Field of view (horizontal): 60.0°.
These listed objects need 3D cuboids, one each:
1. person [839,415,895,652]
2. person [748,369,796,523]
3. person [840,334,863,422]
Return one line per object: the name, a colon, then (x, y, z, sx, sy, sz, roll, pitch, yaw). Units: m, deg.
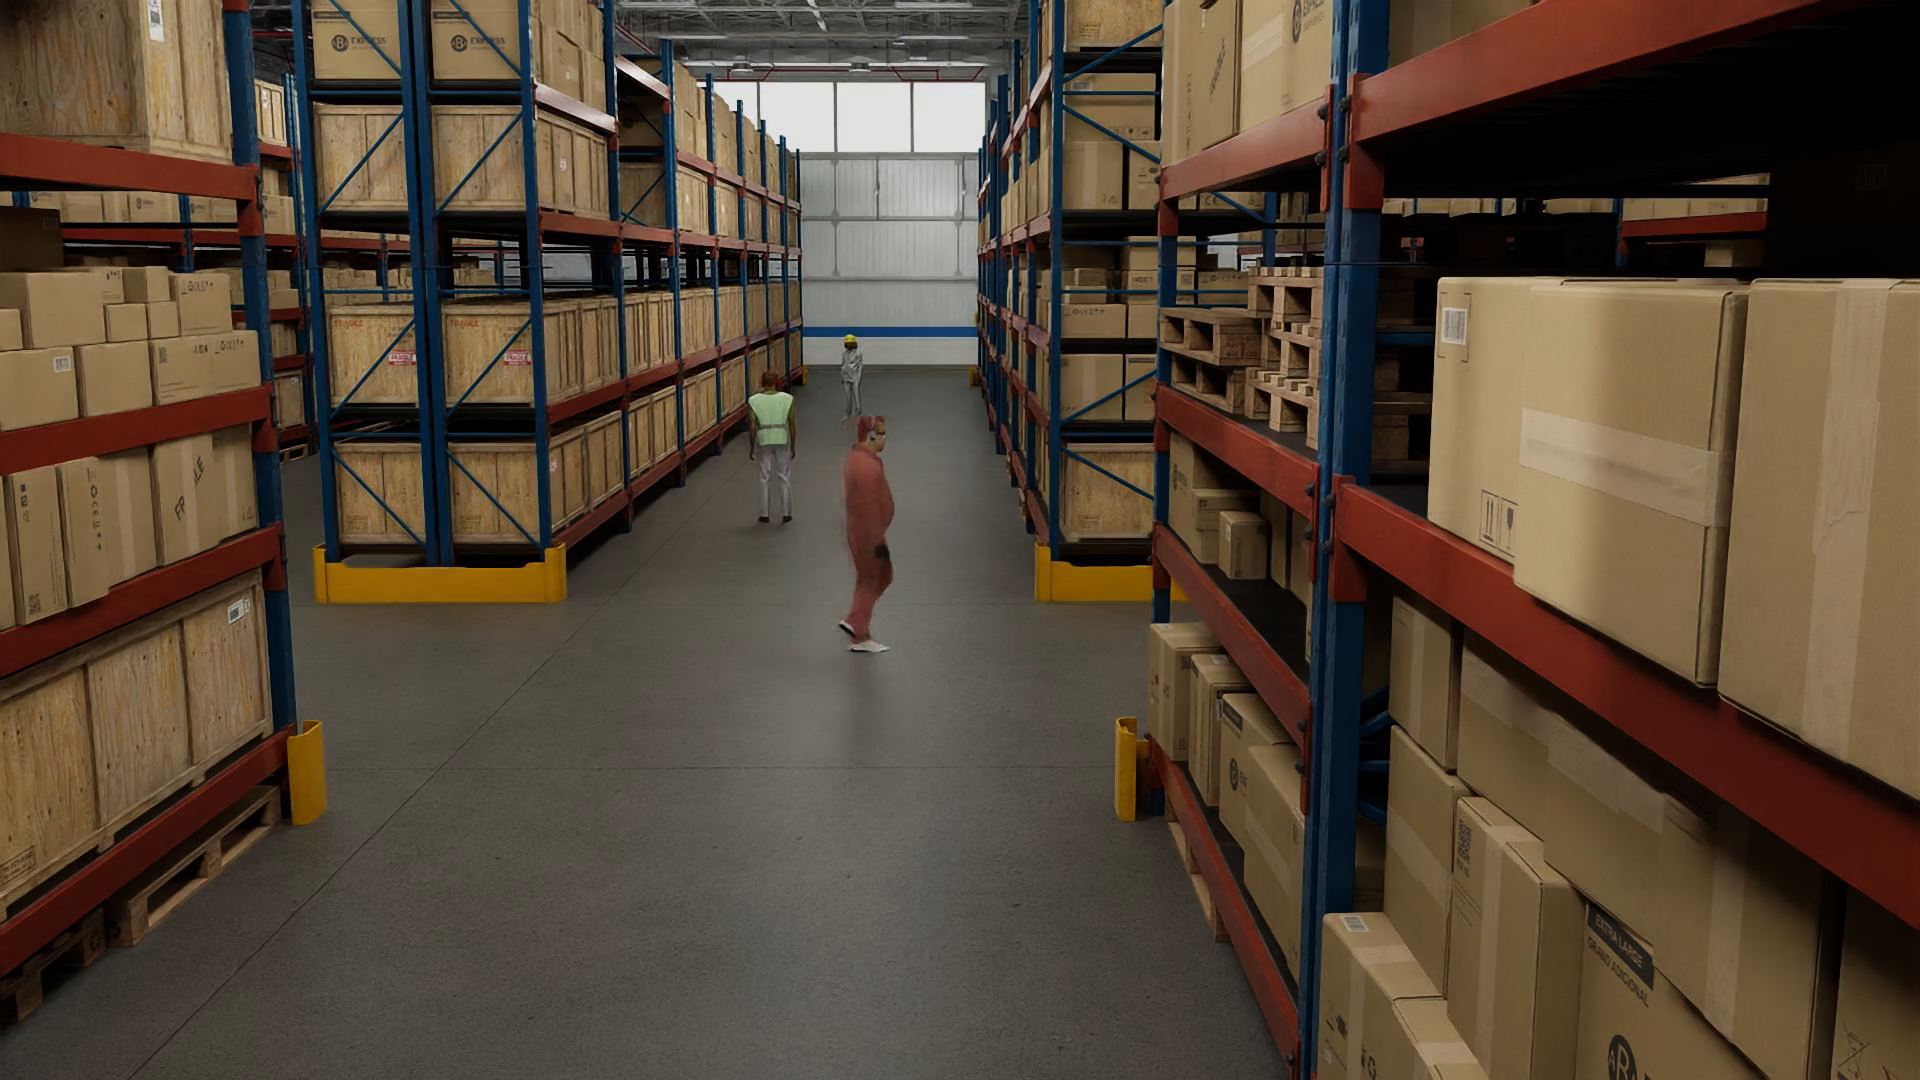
person: (-0.700, -0.040, 13.156, 0.428, 1.892, 0.650, -1, 9, -8)
person: (-2.243, -1.118, 19.899, 0.563, 1.838, 0.390, -2, 9, -12)
person: (-2.159, -3.207, 33.006, 0.490, 1.740, 0.322, 6, 11, 35)
